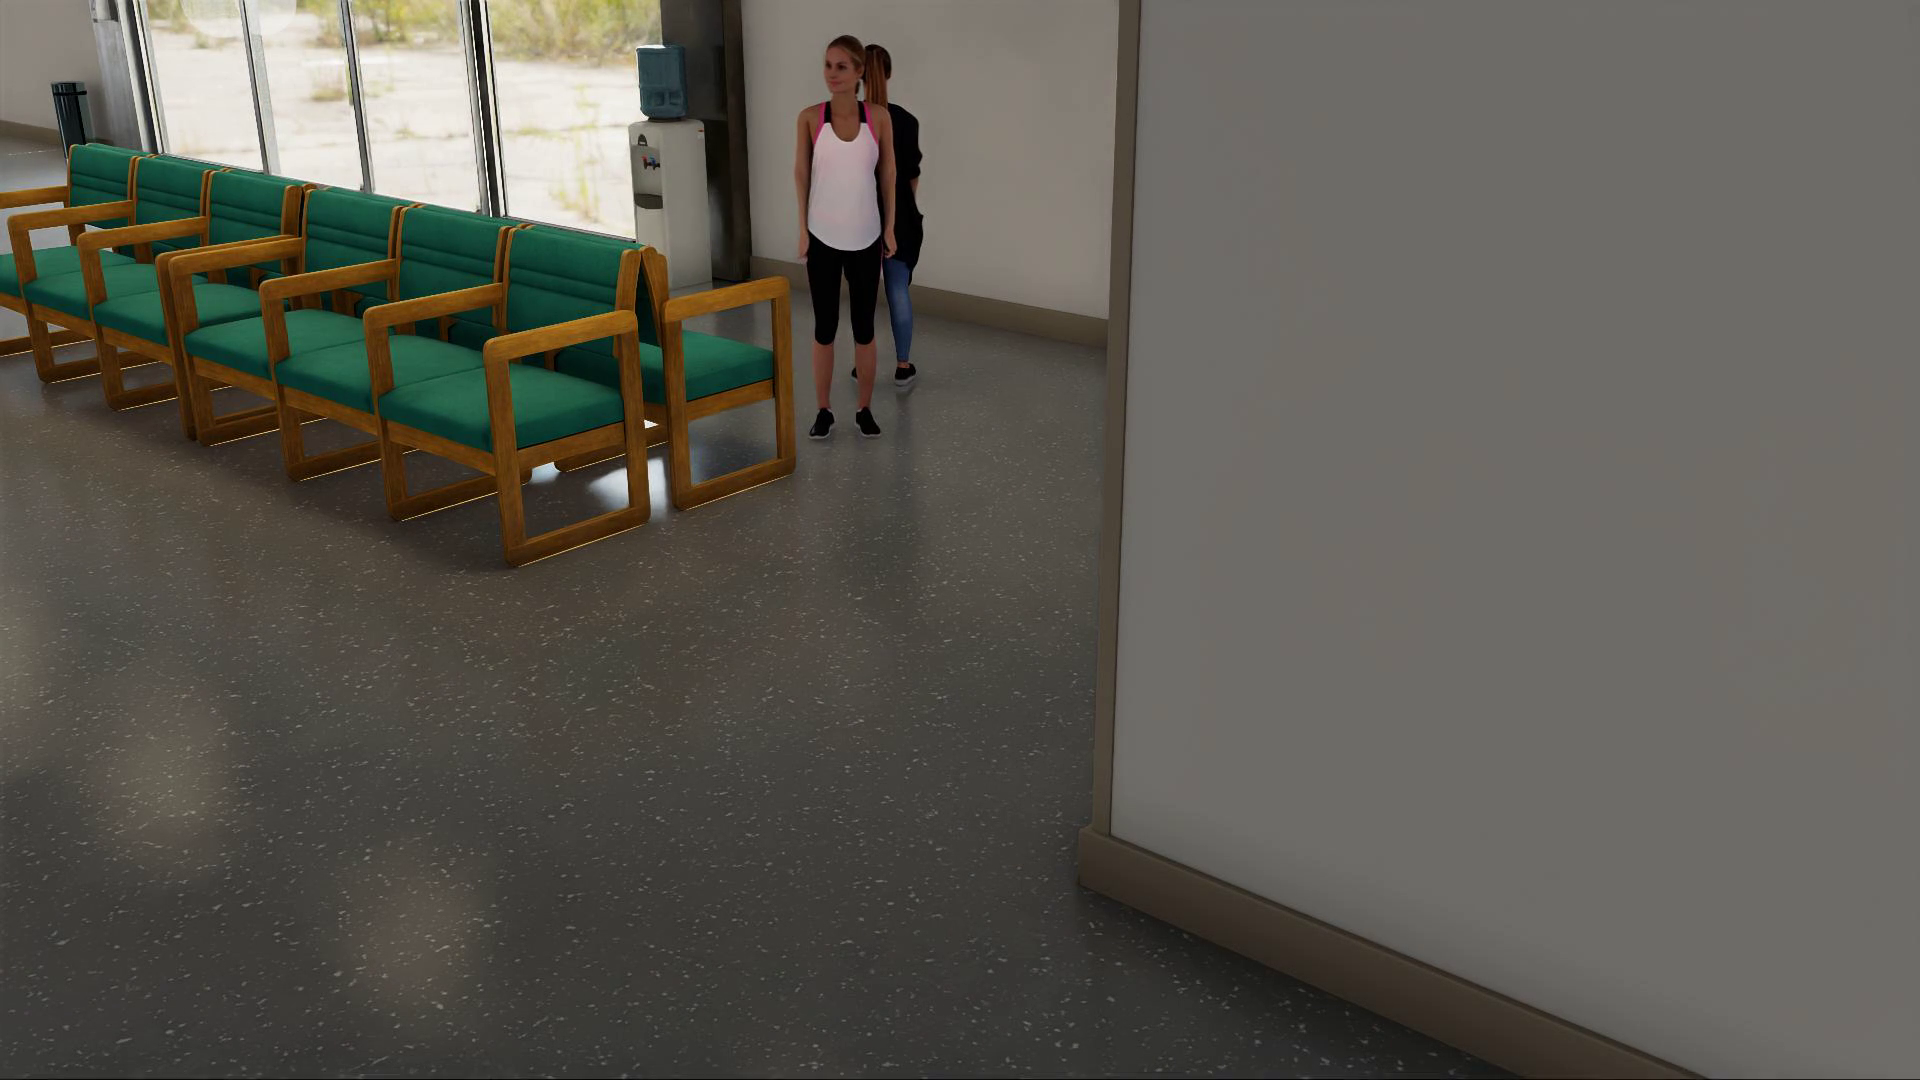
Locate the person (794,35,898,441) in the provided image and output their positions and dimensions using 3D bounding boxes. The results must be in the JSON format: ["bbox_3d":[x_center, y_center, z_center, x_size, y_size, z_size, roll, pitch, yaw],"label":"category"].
[{"bbox_3d":[-0.514,-1.341,7.464,0.669,1.786,0.726,-2,21,-4],"label":"person"}]

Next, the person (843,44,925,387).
[{"bbox_3d":[-0.411,-1.601,8.296,0.713,1.684,0.767,-1,21,-3],"label":"person"}]
